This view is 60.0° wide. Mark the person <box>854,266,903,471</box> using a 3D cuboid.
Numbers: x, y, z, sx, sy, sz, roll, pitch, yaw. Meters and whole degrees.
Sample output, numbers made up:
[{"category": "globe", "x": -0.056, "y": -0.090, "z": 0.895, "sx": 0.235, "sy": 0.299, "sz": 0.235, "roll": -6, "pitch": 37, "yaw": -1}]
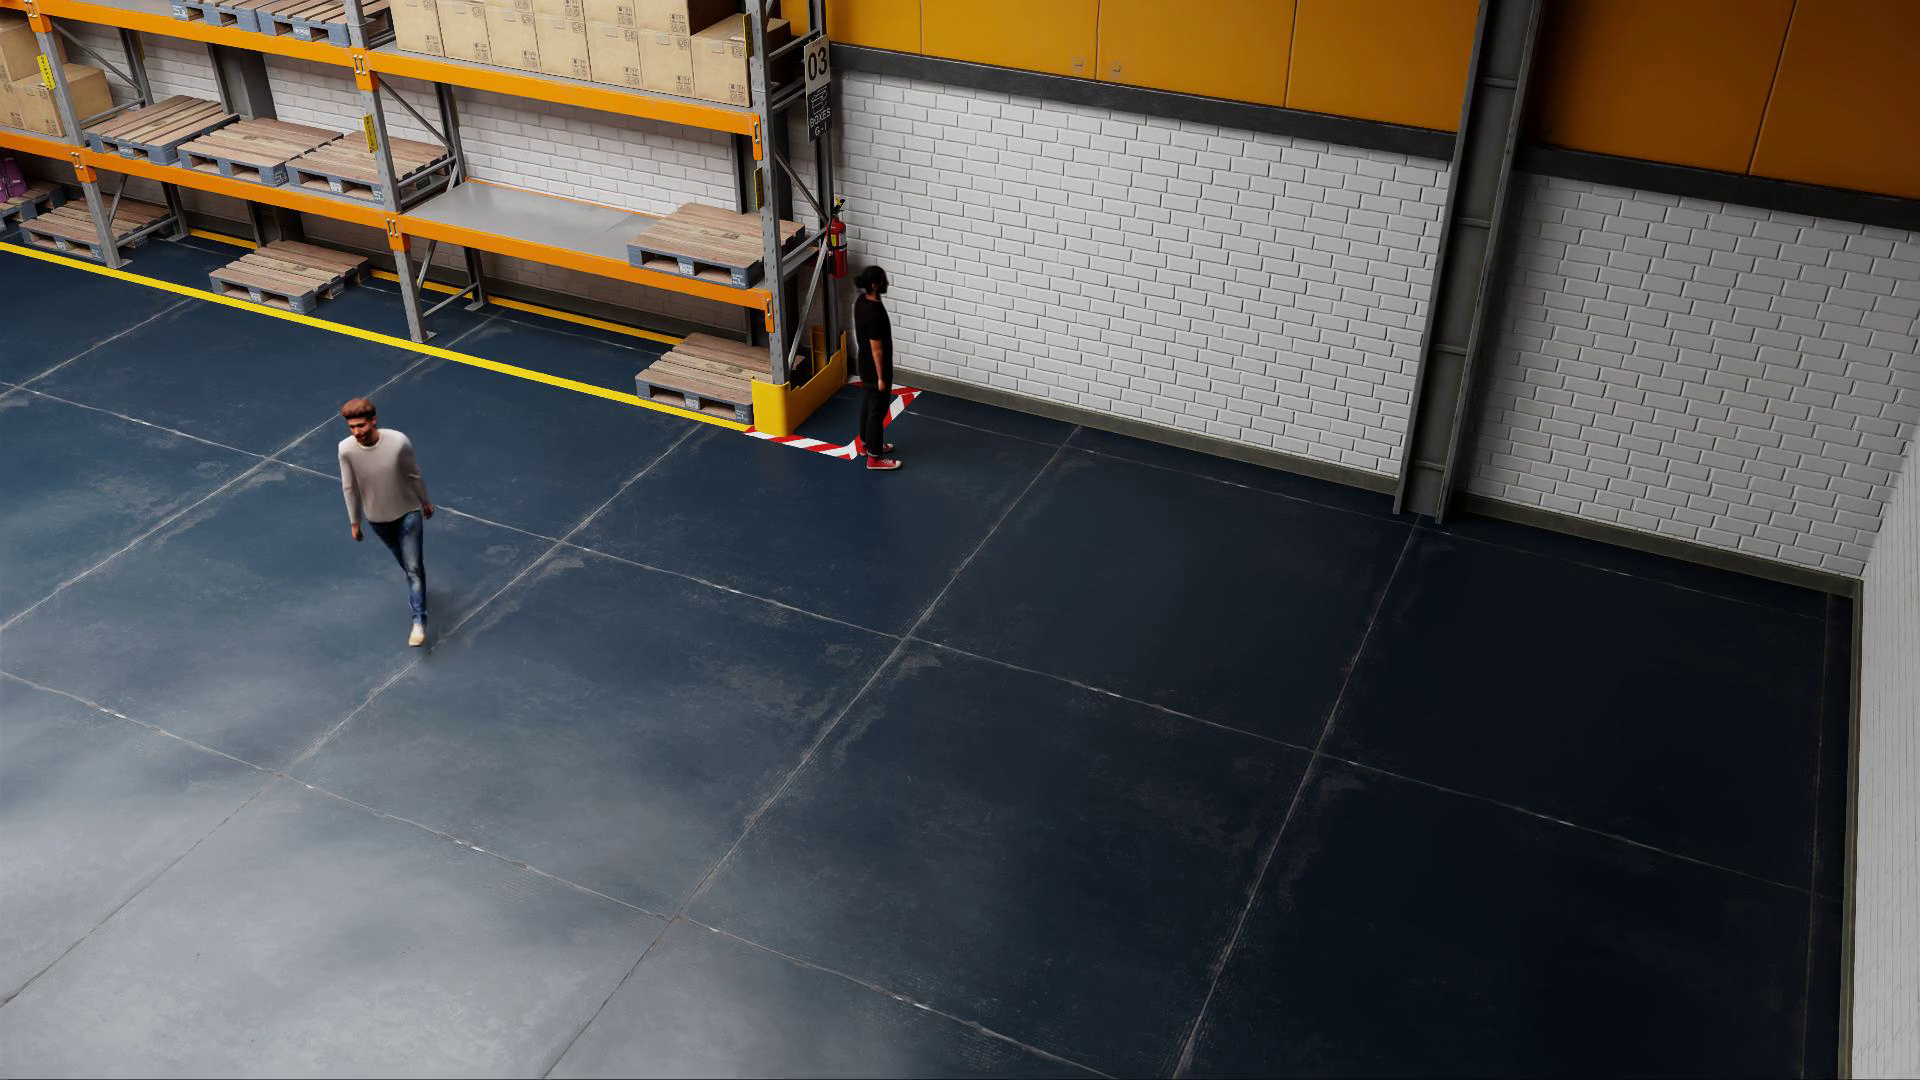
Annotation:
[{"category": "person", "x": -0.695, "y": -1.412, "z": 13.542, "sx": 0.752, "sy": 1.757, "sz": 0.712, "roll": -8, "pitch": 35, "yaw": -12}]

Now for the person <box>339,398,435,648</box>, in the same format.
[{"category": "person", "x": -3.964, "y": -0.229, "z": 11.687, "sx": 1.238, "sy": 1.839, "sz": 1.184, "roll": -7, "pitch": 34, "yaw": -11}]
